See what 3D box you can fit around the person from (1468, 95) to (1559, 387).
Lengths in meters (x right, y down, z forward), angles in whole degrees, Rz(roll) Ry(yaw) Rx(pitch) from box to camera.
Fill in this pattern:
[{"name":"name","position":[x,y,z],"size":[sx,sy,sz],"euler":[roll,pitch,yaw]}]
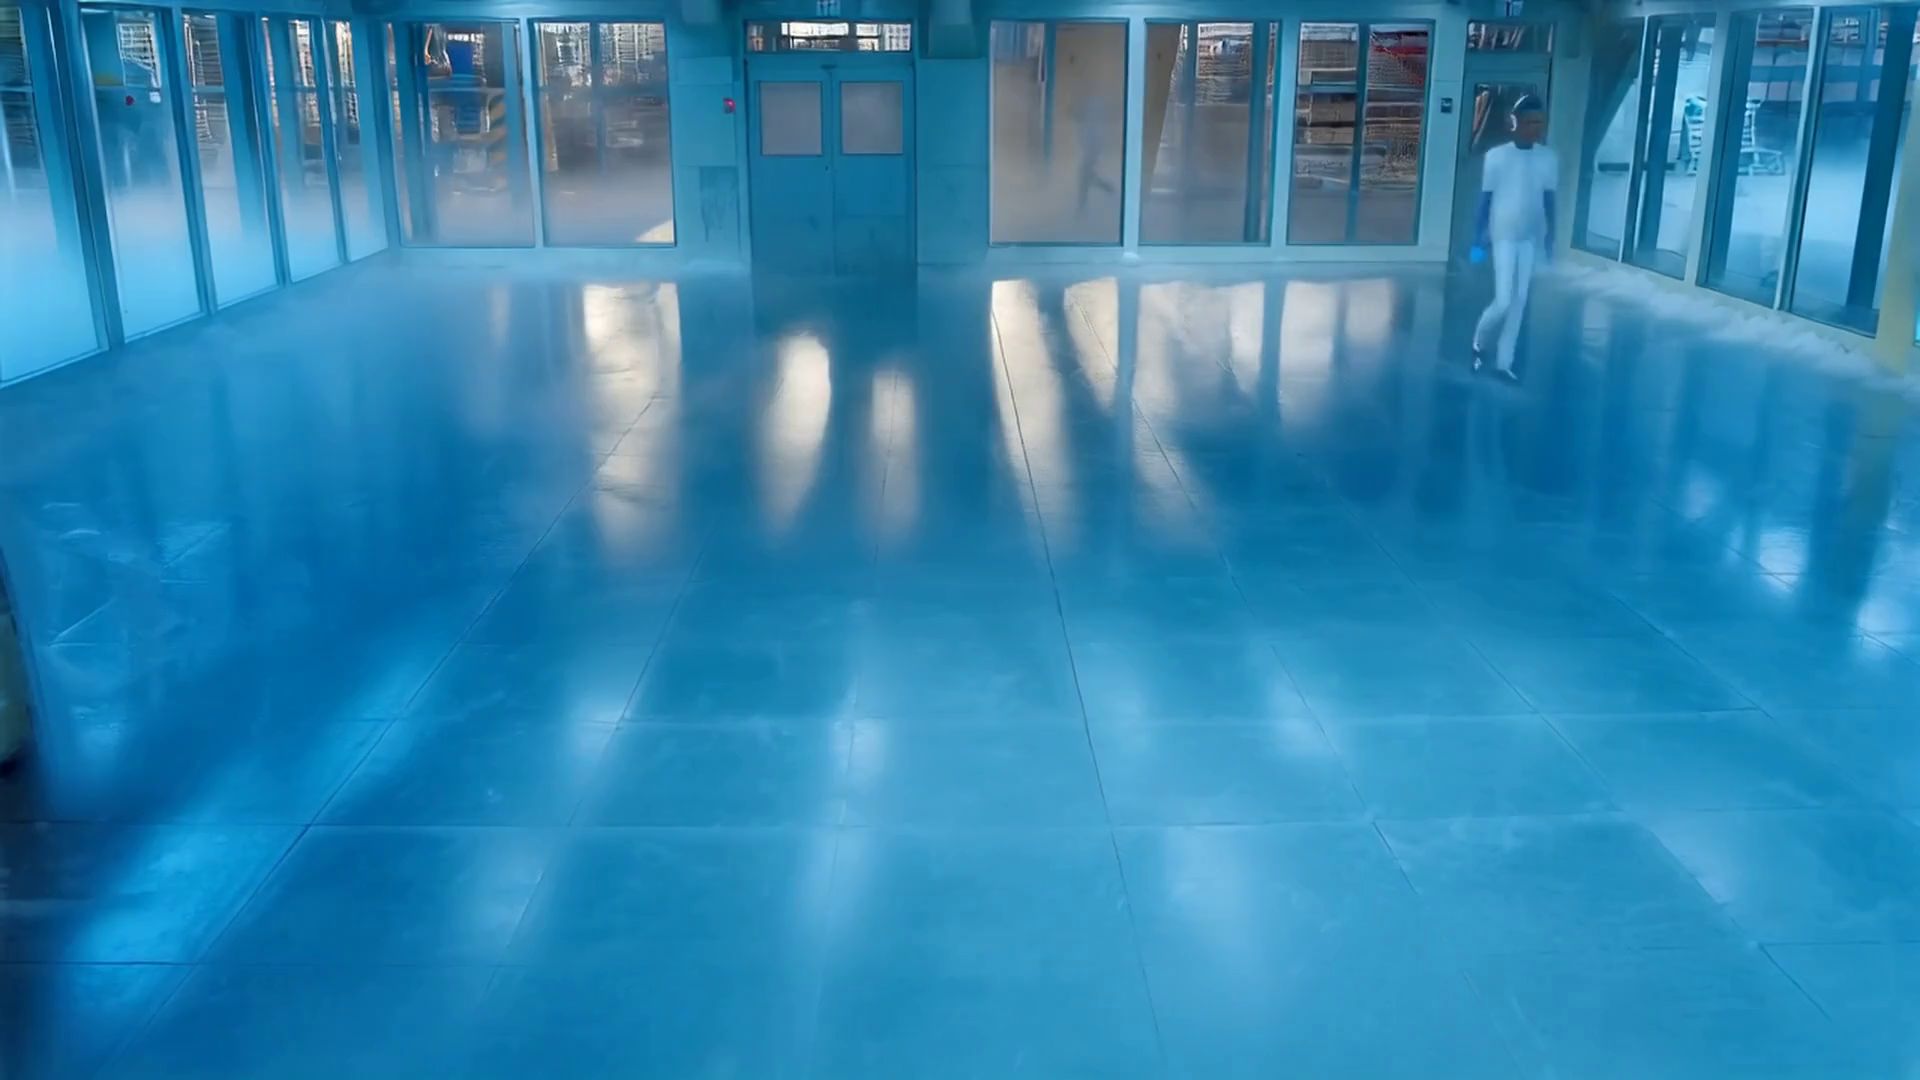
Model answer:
[{"name":"person","position":[3.578,-1.903,10.690],"size":[0.537,1.852,0.394],"euler":[-4,17,-15]}]
